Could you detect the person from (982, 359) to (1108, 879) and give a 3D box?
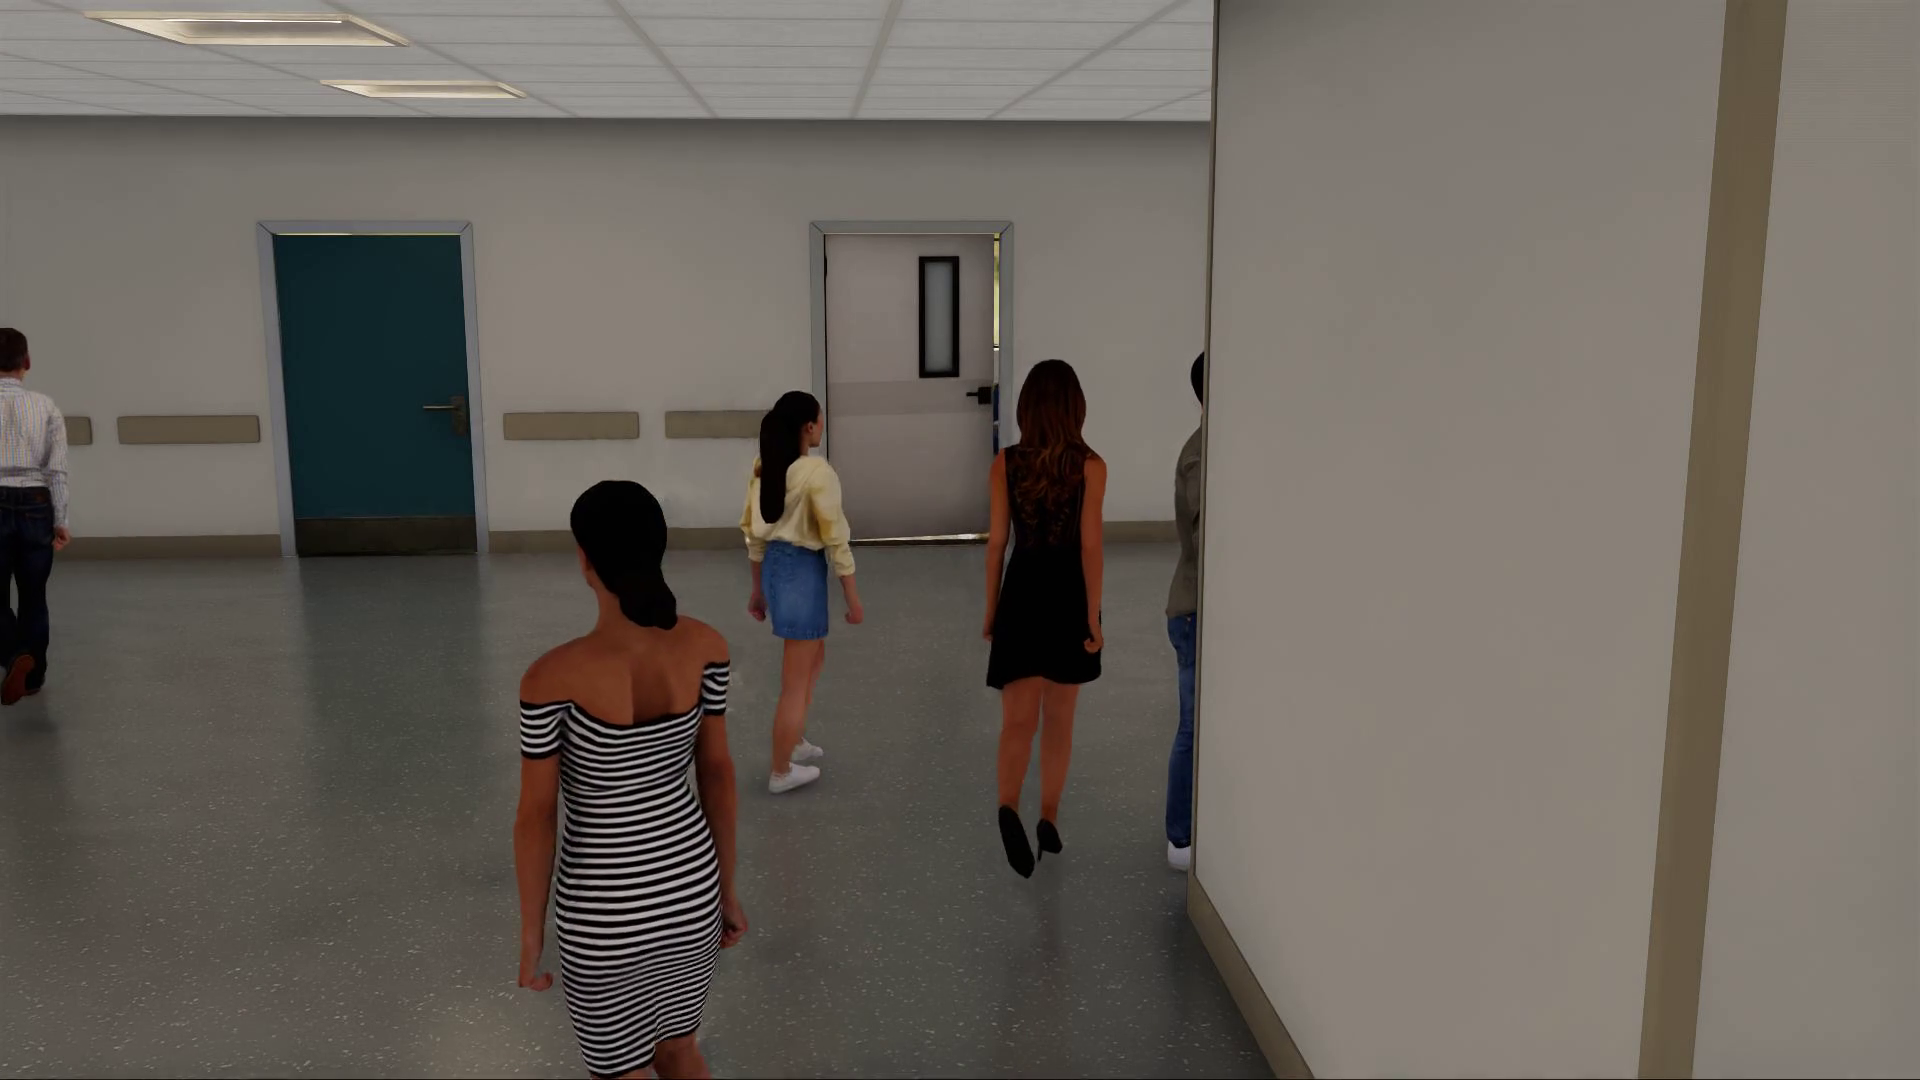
[{"bbox_3d":[0.277,0.330,5.644,1.093,1.808,0.834,2,11,11],"label":"person"}]

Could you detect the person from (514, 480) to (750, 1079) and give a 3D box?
[{"bbox_3d":[-0.572,0.789,3.207,0.808,1.813,0.859,-8,14,-37],"label":"person"}]

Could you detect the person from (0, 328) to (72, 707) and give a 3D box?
[{"bbox_3d":[-4.482,-0.083,7.868,1.167,1.789,1.084,-8,14,-37],"label":"person"}]

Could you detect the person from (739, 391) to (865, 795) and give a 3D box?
[{"bbox_3d":[-0.717,0.227,6.695,0.829,1.617,0.781,-10,15,-43],"label":"person"}]
